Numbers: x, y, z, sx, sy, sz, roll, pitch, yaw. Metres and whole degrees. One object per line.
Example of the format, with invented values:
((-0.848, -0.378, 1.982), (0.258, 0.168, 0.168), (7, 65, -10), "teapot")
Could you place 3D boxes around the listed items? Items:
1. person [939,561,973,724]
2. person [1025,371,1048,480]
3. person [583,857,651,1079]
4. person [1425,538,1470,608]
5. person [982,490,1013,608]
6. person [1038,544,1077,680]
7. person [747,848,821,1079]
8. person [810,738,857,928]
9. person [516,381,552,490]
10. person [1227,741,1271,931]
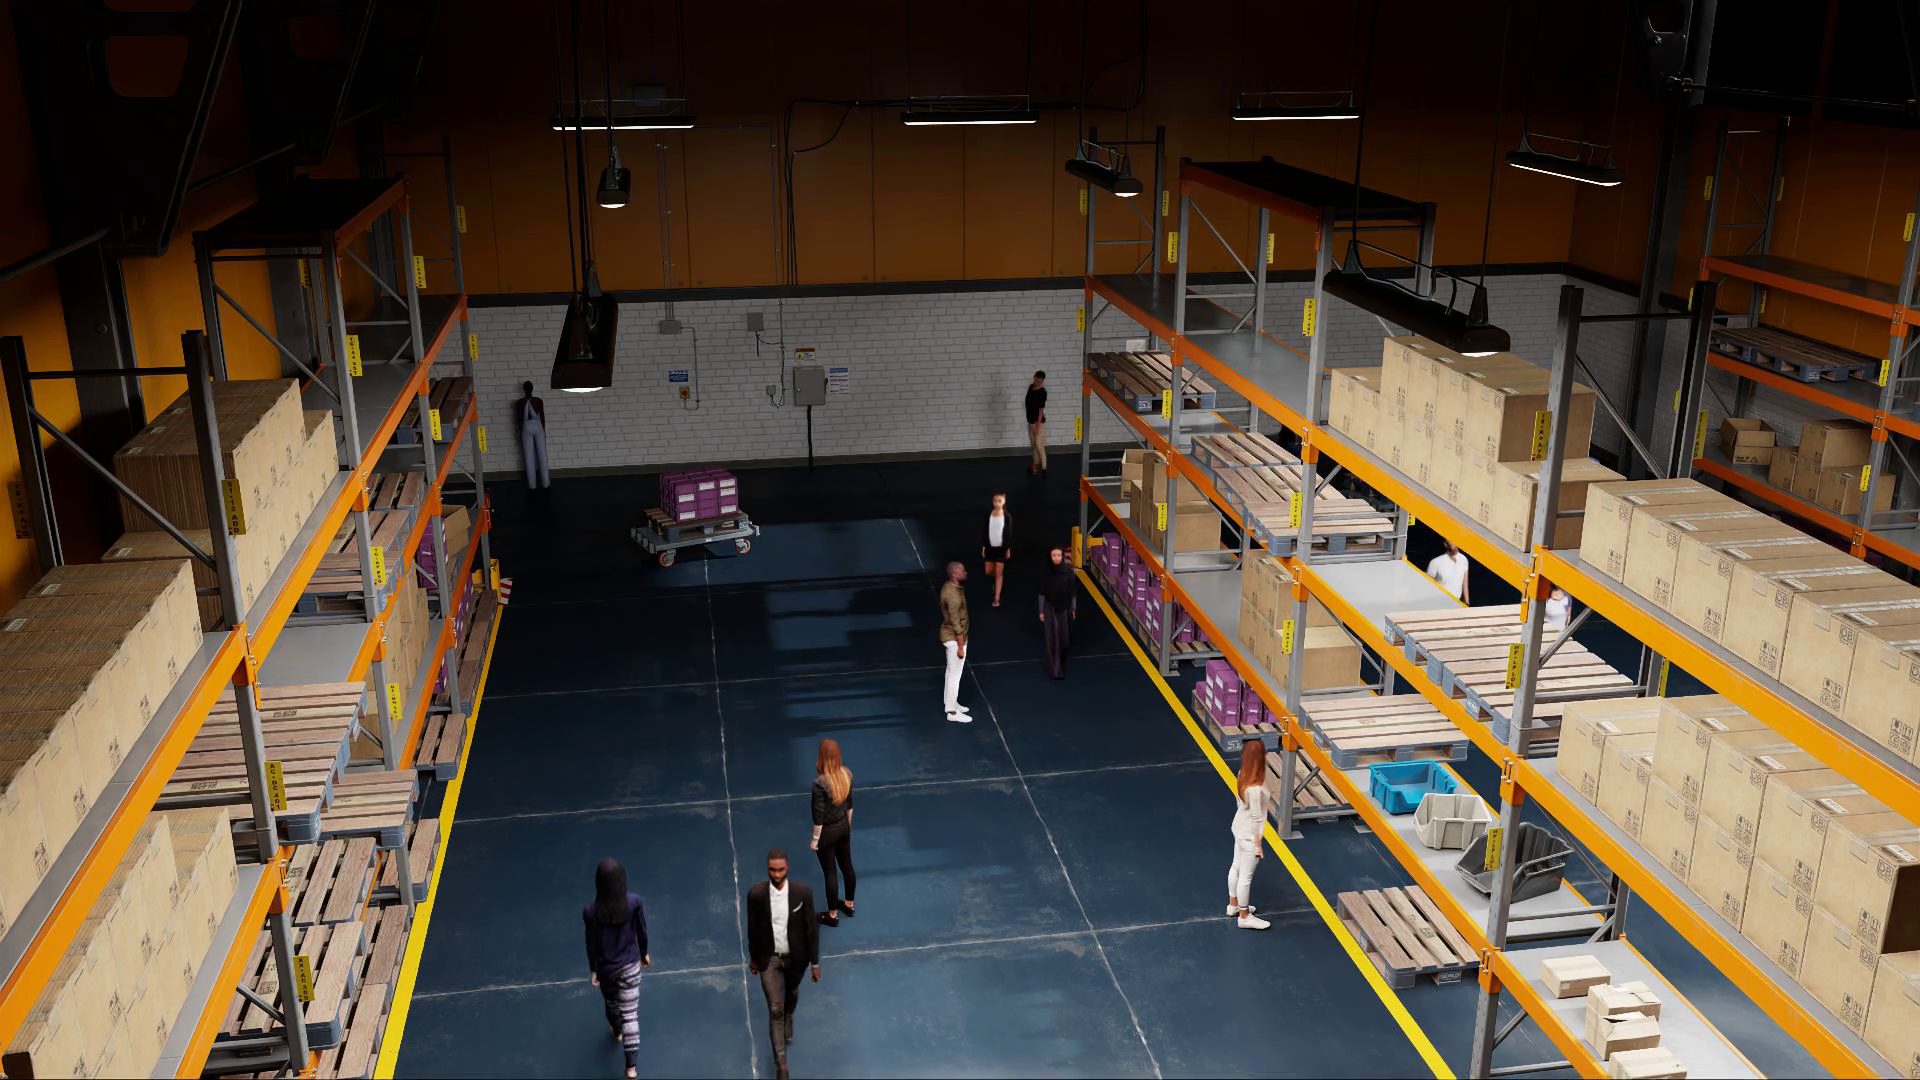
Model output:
((-0.057, 1.097, 18.318), (0.789, 1.825, 0.527), (-2, 19, -5), "person")
((1.245, -1.938, 27.346), (0.913, 1.816, 0.605), (-3, 19, -8), "person")
((-2.526, 3.185, 12.323), (0.717, 1.695, 1.117), (-6, 19, -16), "person")
((5.598, 0.757, 19.354), (0.817, 1.808, 1.233), (-6, 20, -19), "person")
((0.498, 0.073, 21.792), (0.744, 1.548, 0.887), (5, 19, 15), "person")
((1.142, 0.799, 19.555), (0.642, 1.600, 0.936), (-2, 19, -5), "person")
((-1.327, 3.103, 12.473), (0.674, 1.753, 1.153), (-3, 19, -7), "person")
((-1.083, 2.503, 14.319), (0.715, 1.712, 0.684), (17, 25, 40), "person")
((-6.841, -1.685, 26.645), (0.598, 1.783, 0.513), (-6, 19, -16), "person")
((2.465, 2.516, 14.283), (0.653, 1.712, 0.488), (-2, 19, -7), "person")
